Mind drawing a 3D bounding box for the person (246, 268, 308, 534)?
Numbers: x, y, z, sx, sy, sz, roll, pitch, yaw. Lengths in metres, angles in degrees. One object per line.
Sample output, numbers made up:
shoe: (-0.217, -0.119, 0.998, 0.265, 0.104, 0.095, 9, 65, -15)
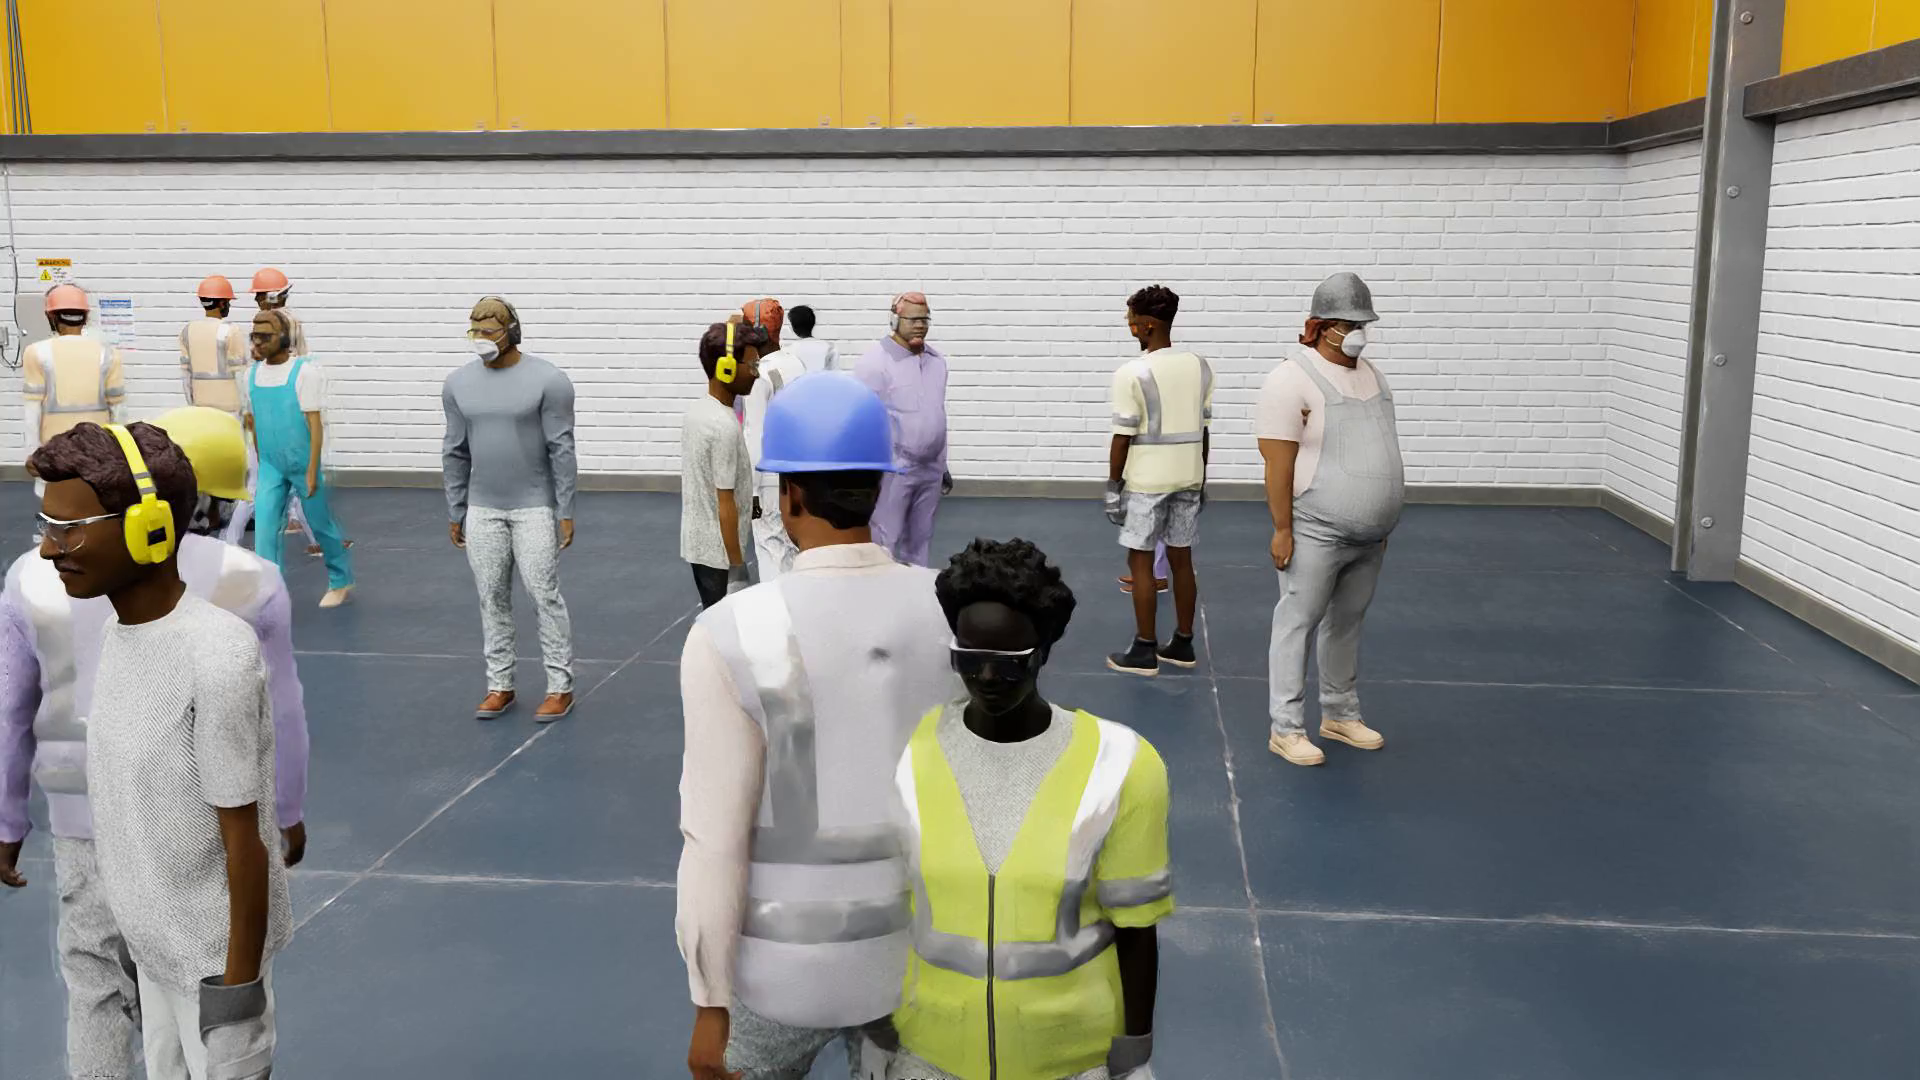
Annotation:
person: (-5.105, -1.045, 12.531, 0.397, 1.990, 0.622, -4, 11, -22)

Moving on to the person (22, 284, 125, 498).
person: (-5.365, -0.582, 10.095, 0.587, 1.916, 0.498, -8, 13, -40)

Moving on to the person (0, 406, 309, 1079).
person: (-1.793, 0.607, 3.696, 0.657, 1.787, 0.465, -3, 10, -18)

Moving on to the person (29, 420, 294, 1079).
person: (-1.296, 0.726, 2.787, 0.512, 1.861, 0.325, 9, 13, 42)

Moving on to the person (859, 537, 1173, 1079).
person: (0.077, 0.820, 2.733, 0.537, 1.690, 0.321, 2, 10, 11)

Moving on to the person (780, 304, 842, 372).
person: (-1.209, -1.041, 13.419, 0.576, 1.690, 0.340, -3, 10, -19)

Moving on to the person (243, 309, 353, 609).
person: (-3.847, -0.430, 9.576, 0.523, 1.802, 0.959, 2, 10, 9)

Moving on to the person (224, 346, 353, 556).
person: (-4.662, -0.632, 11.325, 0.848, 1.587, 0.505, -3, 10, -19)

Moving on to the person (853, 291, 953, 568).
person: (-0.273, -0.390, 9.037, 0.401, 1.904, 0.649, 9, 14, 43)

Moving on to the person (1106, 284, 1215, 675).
person: (1.000, -0.297, 8.374, 0.605, 1.957, 0.383, -6, 11, -30)

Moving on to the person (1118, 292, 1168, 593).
person: (1.160, -0.595, 10.328, 0.333, 1.866, 0.515, 1, 10, 7)

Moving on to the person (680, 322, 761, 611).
person: (-0.905, 0.092, 6.428, 0.333, 1.857, 0.528, -4, 11, -21)

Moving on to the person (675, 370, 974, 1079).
person: (-0.231, 0.677, 2.873, 0.613, 1.922, 0.604, -6, 11, -30)

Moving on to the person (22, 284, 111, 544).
person: (-6.256, -0.838, 11.681, 0.893, 1.881, 0.614, -1, 10, -7)

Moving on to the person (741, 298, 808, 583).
person: (-0.977, -0.319, 8.705, 0.359, 1.880, 0.575, 4, 11, 20)

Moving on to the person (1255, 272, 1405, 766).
person: (1.584, -0.092, 6.937, 0.690, 2.000, 0.538, -7, 12, -36)

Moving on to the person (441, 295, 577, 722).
person: (-2.034, -0.136, 7.533, 0.635, 1.927, 0.372, 2, 10, 10)

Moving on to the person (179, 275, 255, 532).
person: (-5.575, -1.023, 12.565, 0.550, 1.935, 0.376, 3, 10, 15)
